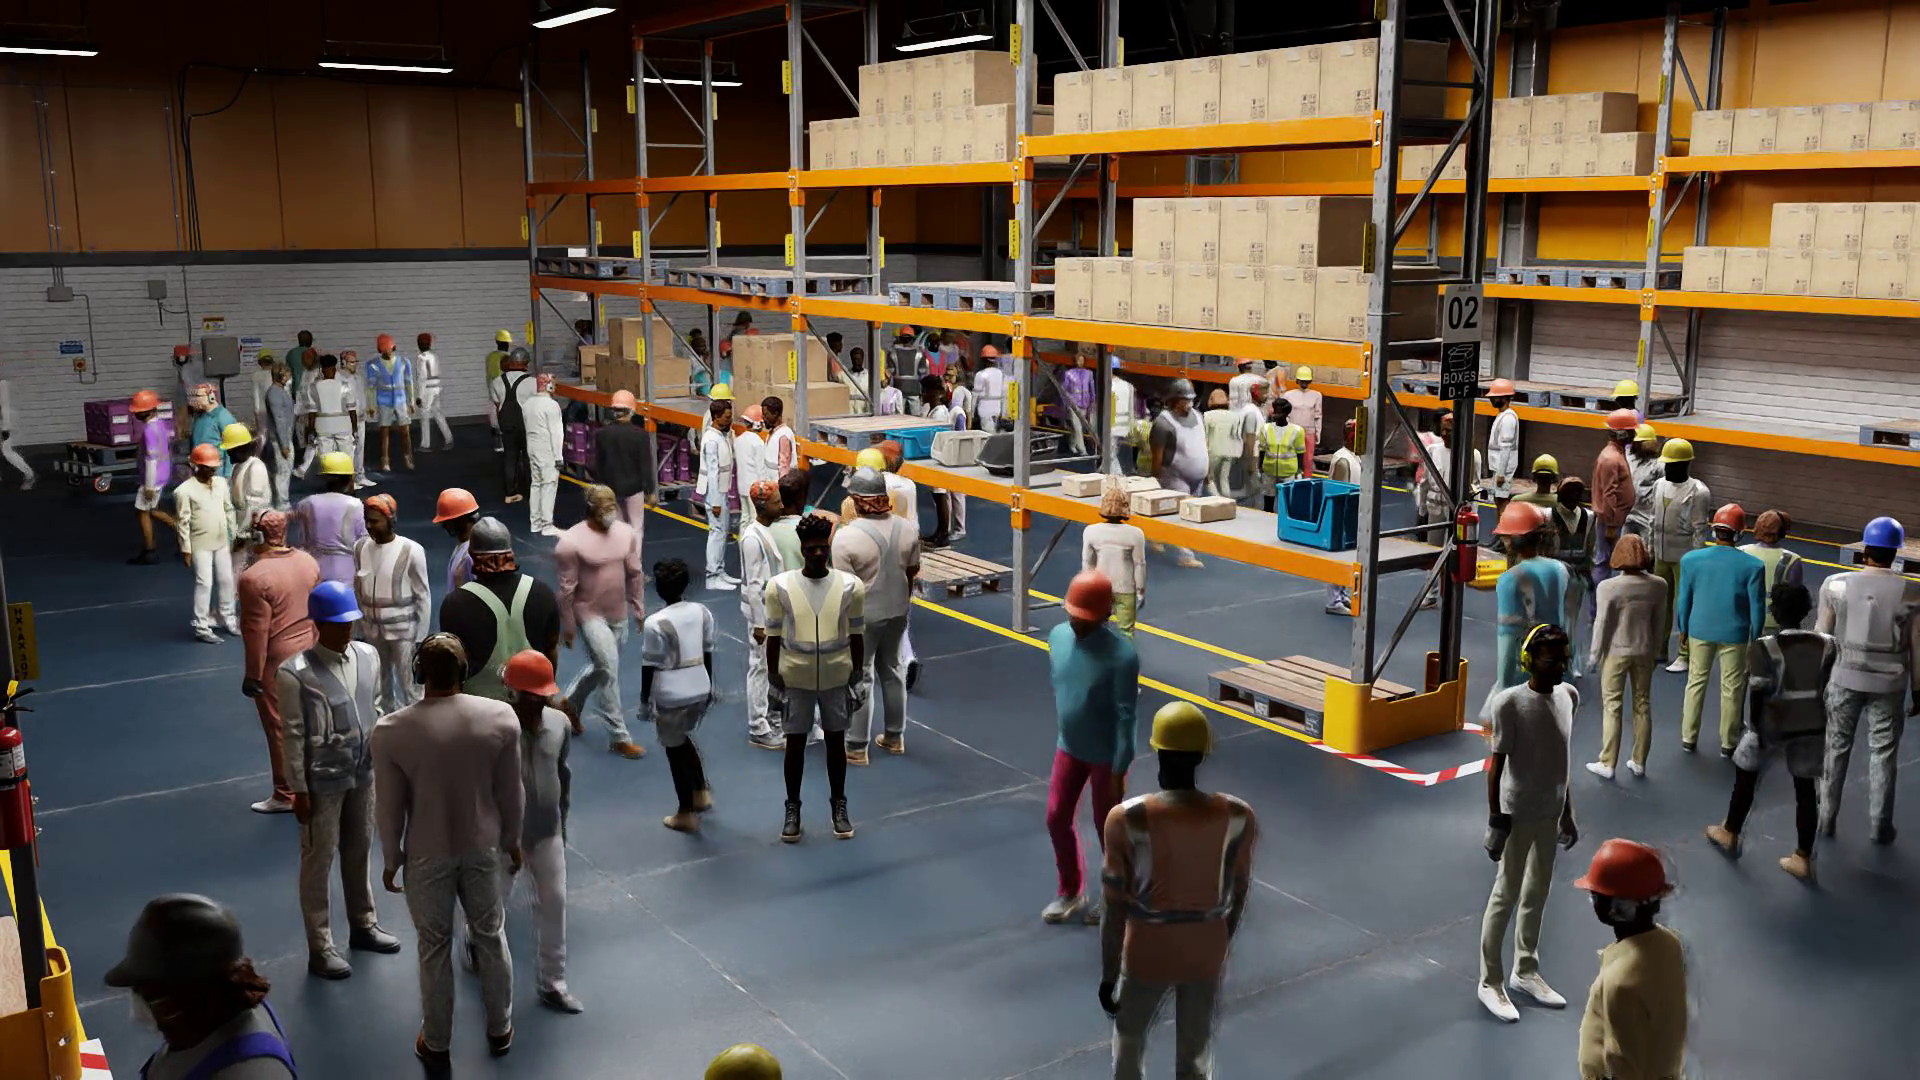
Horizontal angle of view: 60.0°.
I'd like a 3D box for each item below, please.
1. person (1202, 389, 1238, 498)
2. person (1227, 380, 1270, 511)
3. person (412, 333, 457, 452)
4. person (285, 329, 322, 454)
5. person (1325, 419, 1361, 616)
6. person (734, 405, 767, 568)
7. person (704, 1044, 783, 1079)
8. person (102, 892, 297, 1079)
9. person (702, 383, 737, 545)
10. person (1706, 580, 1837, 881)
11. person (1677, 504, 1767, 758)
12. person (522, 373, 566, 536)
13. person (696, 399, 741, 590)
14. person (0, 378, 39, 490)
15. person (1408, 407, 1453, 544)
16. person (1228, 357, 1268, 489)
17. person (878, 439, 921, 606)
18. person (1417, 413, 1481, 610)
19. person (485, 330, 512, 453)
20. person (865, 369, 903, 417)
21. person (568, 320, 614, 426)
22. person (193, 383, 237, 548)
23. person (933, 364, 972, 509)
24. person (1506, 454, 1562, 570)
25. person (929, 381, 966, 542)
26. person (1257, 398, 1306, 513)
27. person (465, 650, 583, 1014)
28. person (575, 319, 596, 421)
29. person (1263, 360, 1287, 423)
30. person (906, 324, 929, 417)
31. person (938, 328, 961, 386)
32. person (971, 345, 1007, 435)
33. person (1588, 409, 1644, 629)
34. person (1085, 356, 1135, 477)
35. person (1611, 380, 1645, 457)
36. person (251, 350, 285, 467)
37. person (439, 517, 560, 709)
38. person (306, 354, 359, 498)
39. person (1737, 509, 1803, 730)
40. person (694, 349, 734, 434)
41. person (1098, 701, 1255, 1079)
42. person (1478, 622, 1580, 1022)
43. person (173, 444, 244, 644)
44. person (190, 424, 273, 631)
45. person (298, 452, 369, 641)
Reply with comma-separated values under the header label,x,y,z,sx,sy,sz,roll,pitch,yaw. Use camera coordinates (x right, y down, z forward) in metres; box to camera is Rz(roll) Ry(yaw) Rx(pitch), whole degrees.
label,x,y,z,sx,sy,sz,roll,pitch,yaw
person,3.129,-1.029,20.209,0.553,1.610,0.345,-4,12,-20
person,3.323,-0.964,19.382,0.716,1.818,0.574,3,11,15
person,-8.305,-2.302,26.095,0.609,1.875,0.645,3,11,16
person,-10.173,-2.306,25.918,0.635,1.937,0.352,4,12,18
person,3.577,-0.216,15.487,0.394,1.836,0.561,4,12,21
person,-2.139,-0.542,17.381,0.342,1.744,0.575,-7,13,-31
person,-0.542,2.064,4.093,0.492,1.729,0.324,2,11,10
person,-1.941,1.871,4.277,0.536,2.000,0.685,-6,12,-27
person,-2.715,-0.861,18.827,0.403,1.824,0.596,-3,11,-16
person,4.657,1.042,9.485,0.551,1.669,0.779,-1,11,-6
person,5.222,0.618,11.425,0.563,1.752,0.324,8,13,34
person,-4.818,-0.999,19.374,0.405,1.893,0.655,-11,15,-44
person,-2.411,-0.451,16.510,0.401,1.908,0.597,0,11,-1
person,-12.824,-1.536,22.195,0.594,1.852,0.858,5,12,23
person,5.089,-0.584,17.759,0.546,1.669,0.554,-2,11,-12
person,3.855,-1.594,22.333,0.575,1.913,0.430,-2,11,-11
person,-0.569,0.078,13.889,0.627,1.864,0.422,7,13,31
person,4.548,-0.249,15.529,0.584,1.882,0.347,10,15,40
person,-7.128,-2.318,26.006,0.593,1.924,0.381,6,12,27
person,-1.029,-1.507,22.603,0.523,1.636,0.310,1,11,7
person,-6.591,-2.929,29.335,0.738,1.870,0.641,-6,13,-29
person,-8.108,-0.759,18.081,0.642,1.909,0.399,8,14,37
person,-0.097,-1.310,21.059,0.504,1.847,0.345,6,12,27
person,4.767,0.173,13.703,0.523,1.760,0.335,4,12,22
person,-0.122,-0.907,19.031,0.394,1.836,0.561,-8,14,-36
person,3.572,-0.746,18.560,0.538,1.692,0.320,5,12,24
person,-2.113,1.335,7.875,0.578,1.719,0.807,-10,15,-41
person,-6.446,-2.842,28.686,0.375,1.933,0.625,-3,11,-16
person,4.386,-1.810,23.429,0.392,1.918,0.589,-2,11,-11
person,-0.785,-3.160,30.579,0.635,1.830,0.429,9,14,38
person,-0.287,-2.767,28.609,0.561,1.814,0.773,-6,13,-30
person,0.422,-1.808,23.494,0.544,1.896,0.985,-11,15,-43
person,5.855,-0.179,14.917,0.419,1.996,0.624,5,12,23
person,1.931,-1.389,21.274,0.445,1.924,0.625,11,15,43
person,7.288,-0.794,18.243,0.395,1.919,0.582,5,12,26
person,-10.259,-1.944,24.597,0.858,1.720,0.537,10,15,43
person,-2.623,0.869,9.405,0.688,2.000,0.535,-9,14,-38
person,-7.948,-1.377,21.110,0.604,1.959,0.378,-4,12,-18
person,5.711,0.599,11.820,0.308,1.640,0.511,-8,14,-37
person,-3.477,-1.777,23.518,0.578,1.857,0.415,1,11,5
person,0.798,1.539,6.328,0.595,1.900,0.689,-1,11,-6
person,2.659,1.286,7.709,0.535,1.869,0.312,-5,12,-26
person,-6.551,0.022,14.516,0.361,1.741,0.571,4,12,17
person,-6.392,-0.093,14.778,0.583,1.871,0.963,10,15,41
person,-4.766,0.250,12.969,0.616,1.883,0.934,2,11,10
